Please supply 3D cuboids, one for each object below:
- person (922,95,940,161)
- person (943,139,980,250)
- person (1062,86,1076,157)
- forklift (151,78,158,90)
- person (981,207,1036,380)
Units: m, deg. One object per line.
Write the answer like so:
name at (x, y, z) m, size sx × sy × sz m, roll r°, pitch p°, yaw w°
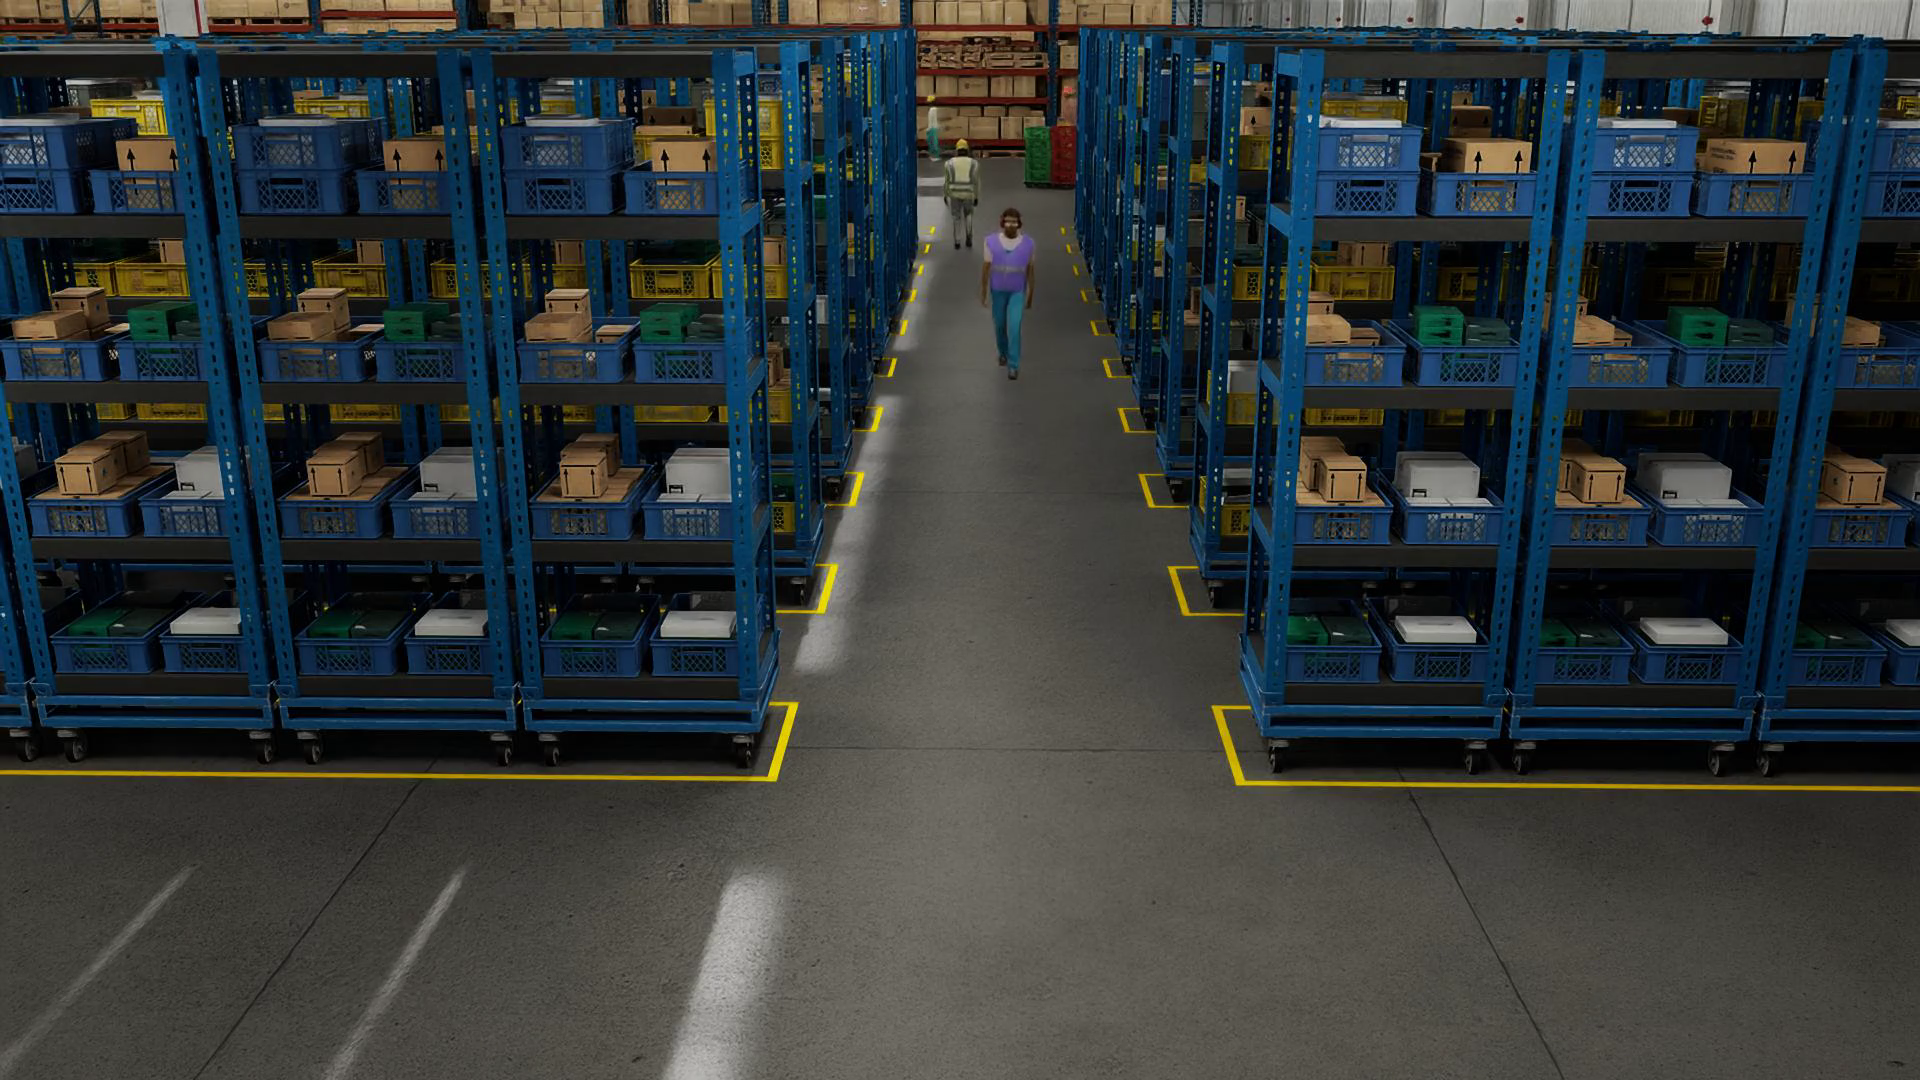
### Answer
person at (-0.815, -11.115, 44.919) m, size 0.646 × 1.743 × 0.548 m, roll 1°, pitch 17°, yaw 4°
person at (0.023, -5.808, 27.921) m, size 0.607 × 1.803 × 0.766 m, roll 0°, pitch 17°, yaw -1°
person at (2.923, -11.233, 44.916) m, size 0.434 × 1.979 × 0.642 m, roll -1°, pitch 17°, yaw -3°
forklift at (-20.496, -11.140, 43.141) m, size 1.873 × 2.768 × 1.129 m, roll 0°, pitch 17°, yaw 1°
person at (0.529, -2.700, 18.001) m, size 0.573 × 1.814 × 0.868 m, roll 2°, pitch 18°, yaw 8°
